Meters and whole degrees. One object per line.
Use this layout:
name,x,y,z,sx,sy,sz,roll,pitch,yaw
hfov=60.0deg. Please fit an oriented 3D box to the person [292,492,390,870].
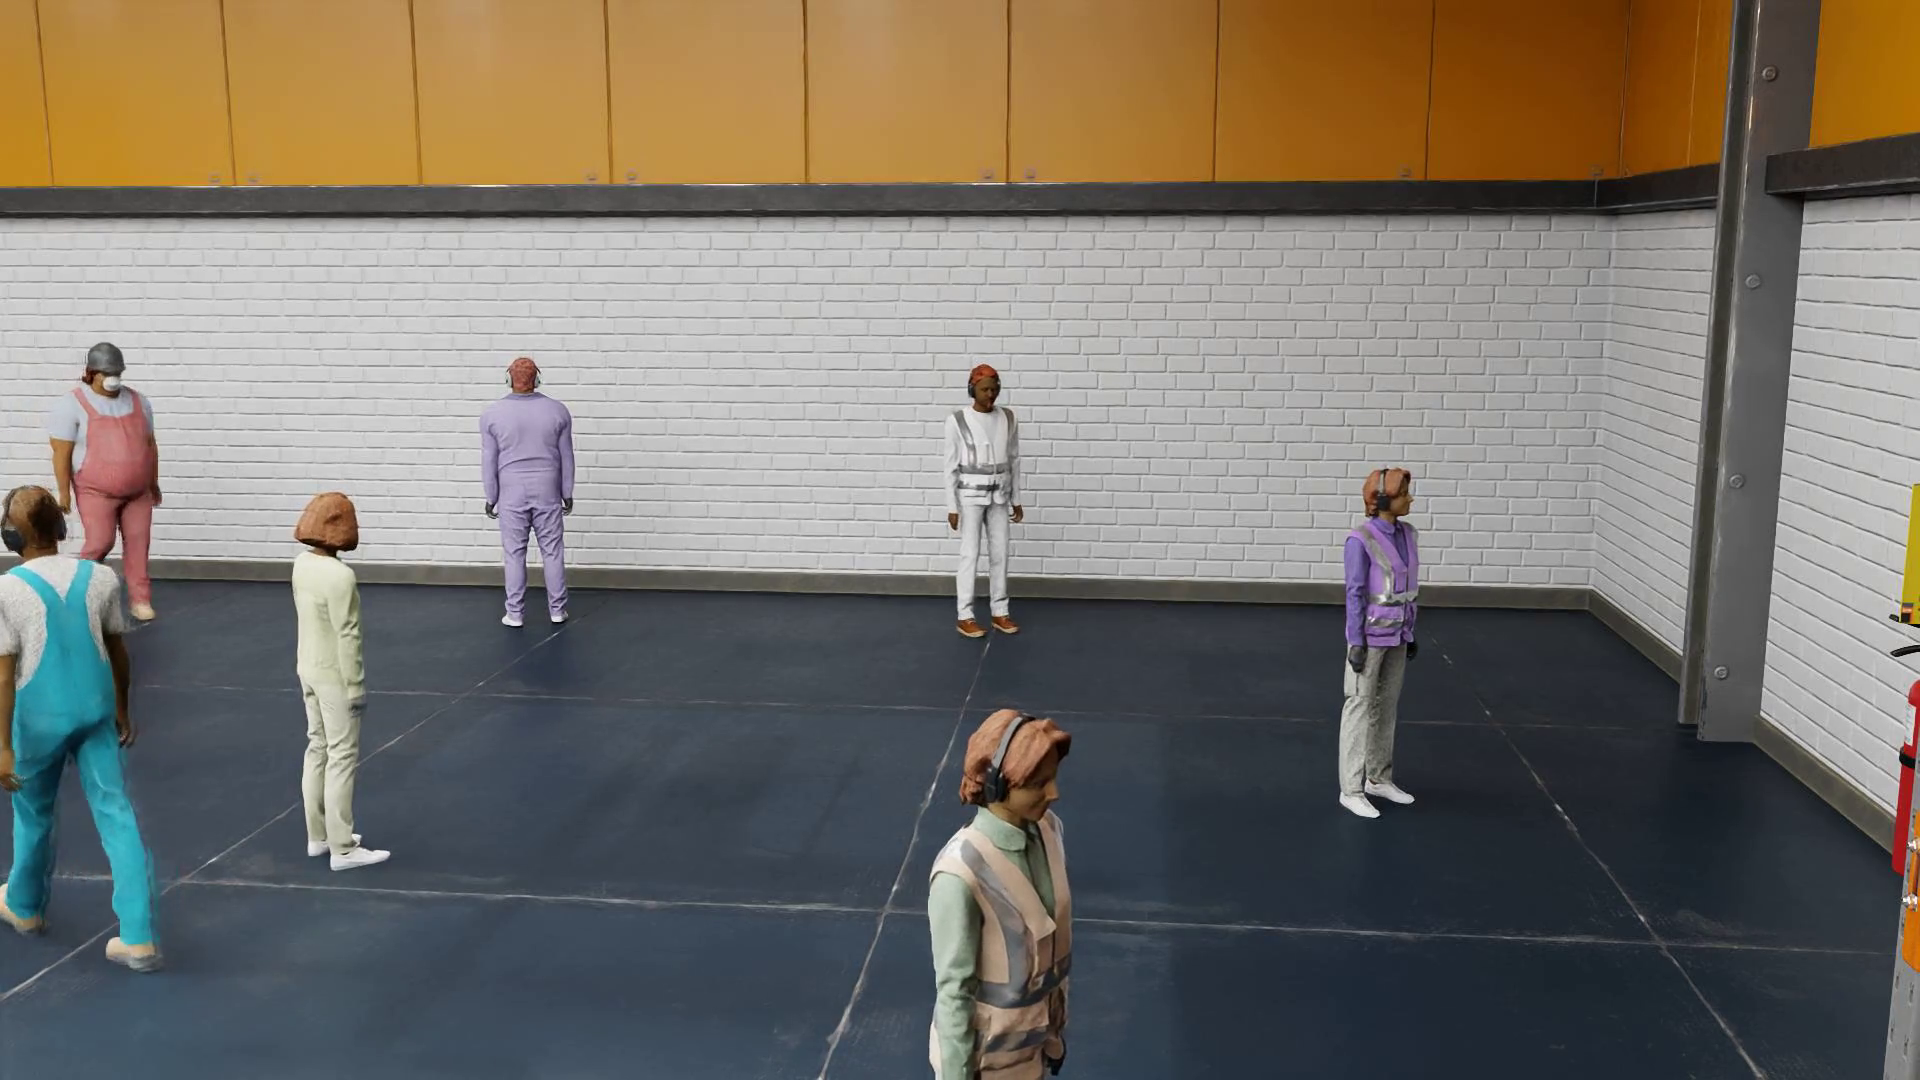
person,-2.695,0.601,7.161,0.277,1.628,0.499,-9,13,-42

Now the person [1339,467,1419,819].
person,1.981,0.472,7.845,0.522,1.645,0.306,-9,14,-43

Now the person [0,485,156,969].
person,-3.364,0.682,6.233,0.988,1.789,0.558,8,12,37

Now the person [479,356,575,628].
person,-3.032,-0.331,11.695,0.642,1.909,0.408,-4,11,-22

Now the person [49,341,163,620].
person,-6.071,-0.429,11.866,0.656,2.000,0.715,7,12,36

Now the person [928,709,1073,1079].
person,0.093,1.182,3.797,0.314,1.638,0.516,5,11,28

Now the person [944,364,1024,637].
person,0.160,-0.269,11.431,0.588,1.874,0.348,-6,11,-29
